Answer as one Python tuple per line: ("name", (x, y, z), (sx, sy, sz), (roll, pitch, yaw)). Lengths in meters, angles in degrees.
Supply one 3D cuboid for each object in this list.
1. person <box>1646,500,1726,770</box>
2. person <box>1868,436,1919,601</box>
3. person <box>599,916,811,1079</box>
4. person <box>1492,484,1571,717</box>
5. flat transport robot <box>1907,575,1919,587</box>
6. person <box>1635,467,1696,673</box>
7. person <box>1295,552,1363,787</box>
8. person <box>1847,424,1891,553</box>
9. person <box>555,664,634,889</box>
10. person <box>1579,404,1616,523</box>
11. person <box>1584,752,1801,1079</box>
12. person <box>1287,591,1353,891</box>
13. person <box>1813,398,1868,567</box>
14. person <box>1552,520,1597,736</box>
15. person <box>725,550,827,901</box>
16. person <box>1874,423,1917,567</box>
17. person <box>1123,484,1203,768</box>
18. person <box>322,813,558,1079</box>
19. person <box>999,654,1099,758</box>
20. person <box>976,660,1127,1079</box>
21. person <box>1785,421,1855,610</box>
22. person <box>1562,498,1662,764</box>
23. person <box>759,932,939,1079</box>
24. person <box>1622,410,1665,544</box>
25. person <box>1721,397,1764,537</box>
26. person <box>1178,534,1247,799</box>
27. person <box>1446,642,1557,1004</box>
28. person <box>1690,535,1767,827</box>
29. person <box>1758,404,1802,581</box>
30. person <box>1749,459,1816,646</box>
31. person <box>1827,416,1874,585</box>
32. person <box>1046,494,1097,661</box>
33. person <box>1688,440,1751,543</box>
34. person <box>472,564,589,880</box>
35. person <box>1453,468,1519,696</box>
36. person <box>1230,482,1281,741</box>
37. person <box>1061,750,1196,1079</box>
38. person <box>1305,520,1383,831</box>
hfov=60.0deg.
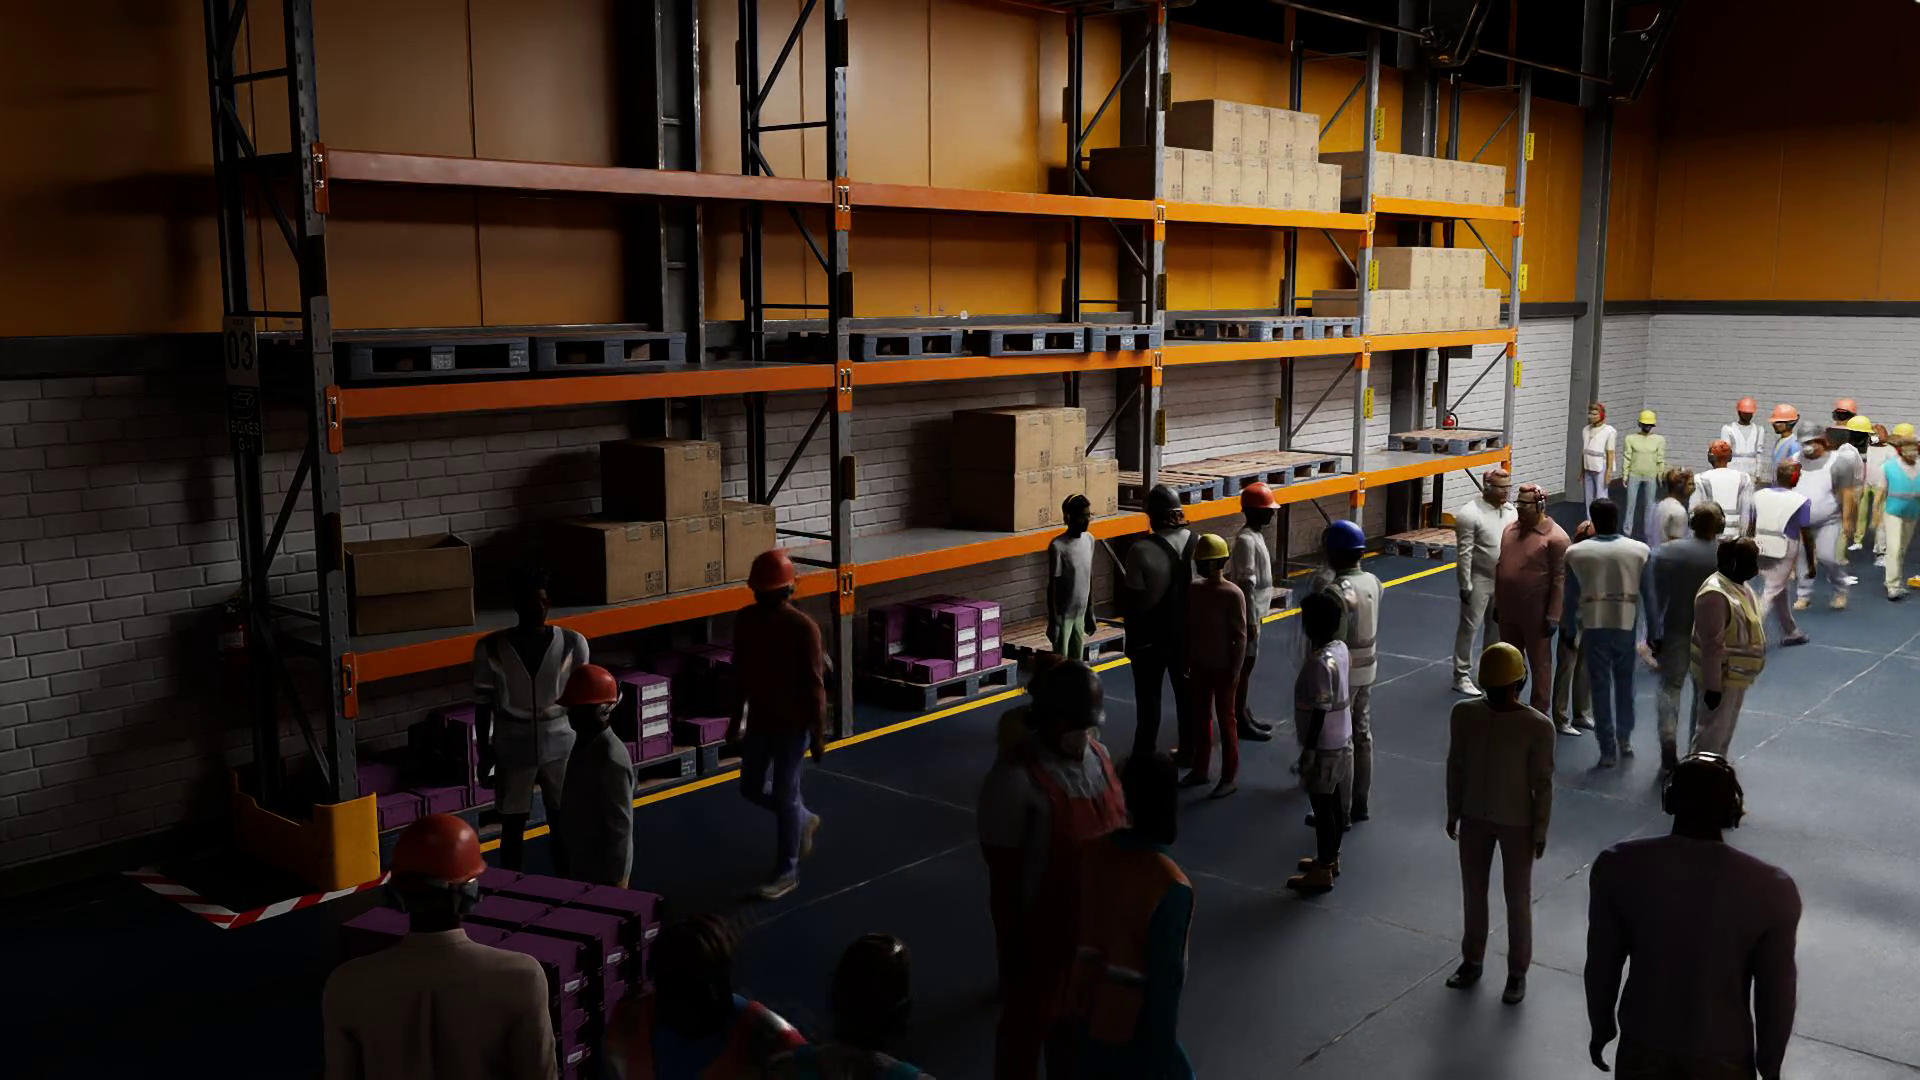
("person", (5.153, 0.670, 11.688), (0.641, 1.914, 0.847), (5, 10, 28))
("person", (10.174, -0.237, 17.983), (0.595, 1.772, 0.845), (0, 9, 0))
("person", (-0.703, 1.862, 4.378), (0.621, 1.785, 0.955), (4, 10, 25))
("person", (4.297, 0.521, 12.650), (0.409, 1.908, 0.639), (-5, 10, -30))
("flat transport robot", (11.349, 0.392, 18.731), (1.431, 0.197, 0.652), (-6, 11, -35))
("person", (6.167, 0.278, 14.439), (0.443, 1.831, 0.526), (1, 9, 8))
("person", (2.501, 0.800, 11.107), (0.414, 1.826, 0.546), (3, 9, 19))
("person", (11.589, -0.655, 21.107), (0.279, 1.634, 0.499), (-8, 12, -41))
("person", (-1.623, 1.409, 7.397), (0.319, 1.755, 0.573), (-5, 10, -28))
("person", (8.427, -0.888, 21.977), (0.400, 1.836, 0.561), (-3, 9, -18))
("person", (2.340, 1.632, 5.380), (0.629, 1.940, 0.377), (6, 10, 32))
("person", (2.044, 1.131, 9.404), (0.319, 1.693, 0.533), (4, 10, 25))
("person", (10.603, -0.692, 20.089), (0.609, 2.032, 0.410), (7, 11, 39))
("person", (4.714, 0.662, 12.629), (0.514, 1.634, 0.313), (-6, 11, -35))
("person", (-0.974, 1.006, 9.312), (0.631, 1.969, 0.651), (7, 11, 37))
("person", (11.296, -0.540, 20.053), (0.330, 1.739, 0.539), (8, 12, 41))
("person", (1.422, 0.604, 11.682), (0.681, 2.000, 0.535), (-3, 9, -21))
("person", (-1.406, 1.729, 4.583), (0.621, 1.990, 0.396), (-1, 9, -8))
("person", (0.449, 1.362, 8.286), (0.527, 1.572, 0.736), (0, 9, 2))
("person", (0.413, 1.438, 6.305), (0.536, 2.000, 0.673), (8, 12, 42))
("person", (8.867, -0.263, 17.276), (0.670, 2.000, 0.720), (-7, 12, -40))
("person", (4.682, 0.641, 11.974), (0.678, 1.871, 0.735), (3, 9, 18))
("person", (-0.275, 1.883, 4.153), (0.534, 1.815, 0.452), (3, 9, 20))
("person", (8.954, -0.826, 21.804), (0.526, 1.762, 0.339), (2, 9, 13))
("person", (10.177, -0.886, 21.654), (0.557, 1.930, 0.397), (1, 9, 4))
("person", (1.667, 0.833, 11.091), (0.322, 1.767, 0.533), (-6, 11, -36))
("person", (2.550, 1.335, 7.914), (0.516, 1.752, 0.373), (8, 12, 41))
("person", (4.861, 0.880, 10.545), (0.428, 1.842, 0.633), (7, 11, 38))
("person", (9.431, -0.540, 19.096), (0.417, 2.035, 0.609), (1, 9, 7))
("person", (7.600, 0.148, 15.428), (0.982, 1.799, 0.588), (-3, 9, -21))
("person", (10.105, -0.453, 18.899), (0.398, 1.920, 0.586), (4, 10, 27))
("person", (0.827, 0.570, 12.529), (0.370, 1.856, 0.529), (7, 11, 39))
("person", (7.469, -0.048, 16.415), (0.581, 1.879, 0.356), (1, 9, 5))
("person", (-2.236, 1.096, 8.740), (0.613, 1.965, 0.361), (-3, 9, -17))
("person", (4.405, 0.344, 13.833), (0.647, 1.899, 0.399), (-4, 10, -26))
("person", (2.207, 0.529, 12.500), (0.361, 1.938, 0.546), (2, 9, 12))
("person", (0.652, 1.635, 5.631), (0.980, 1.855, 0.600), (-5, 10, -27))
("person", (2.408, 0.842, 10.443), (0.399, 1.945, 0.615), (7, 12, 40))
